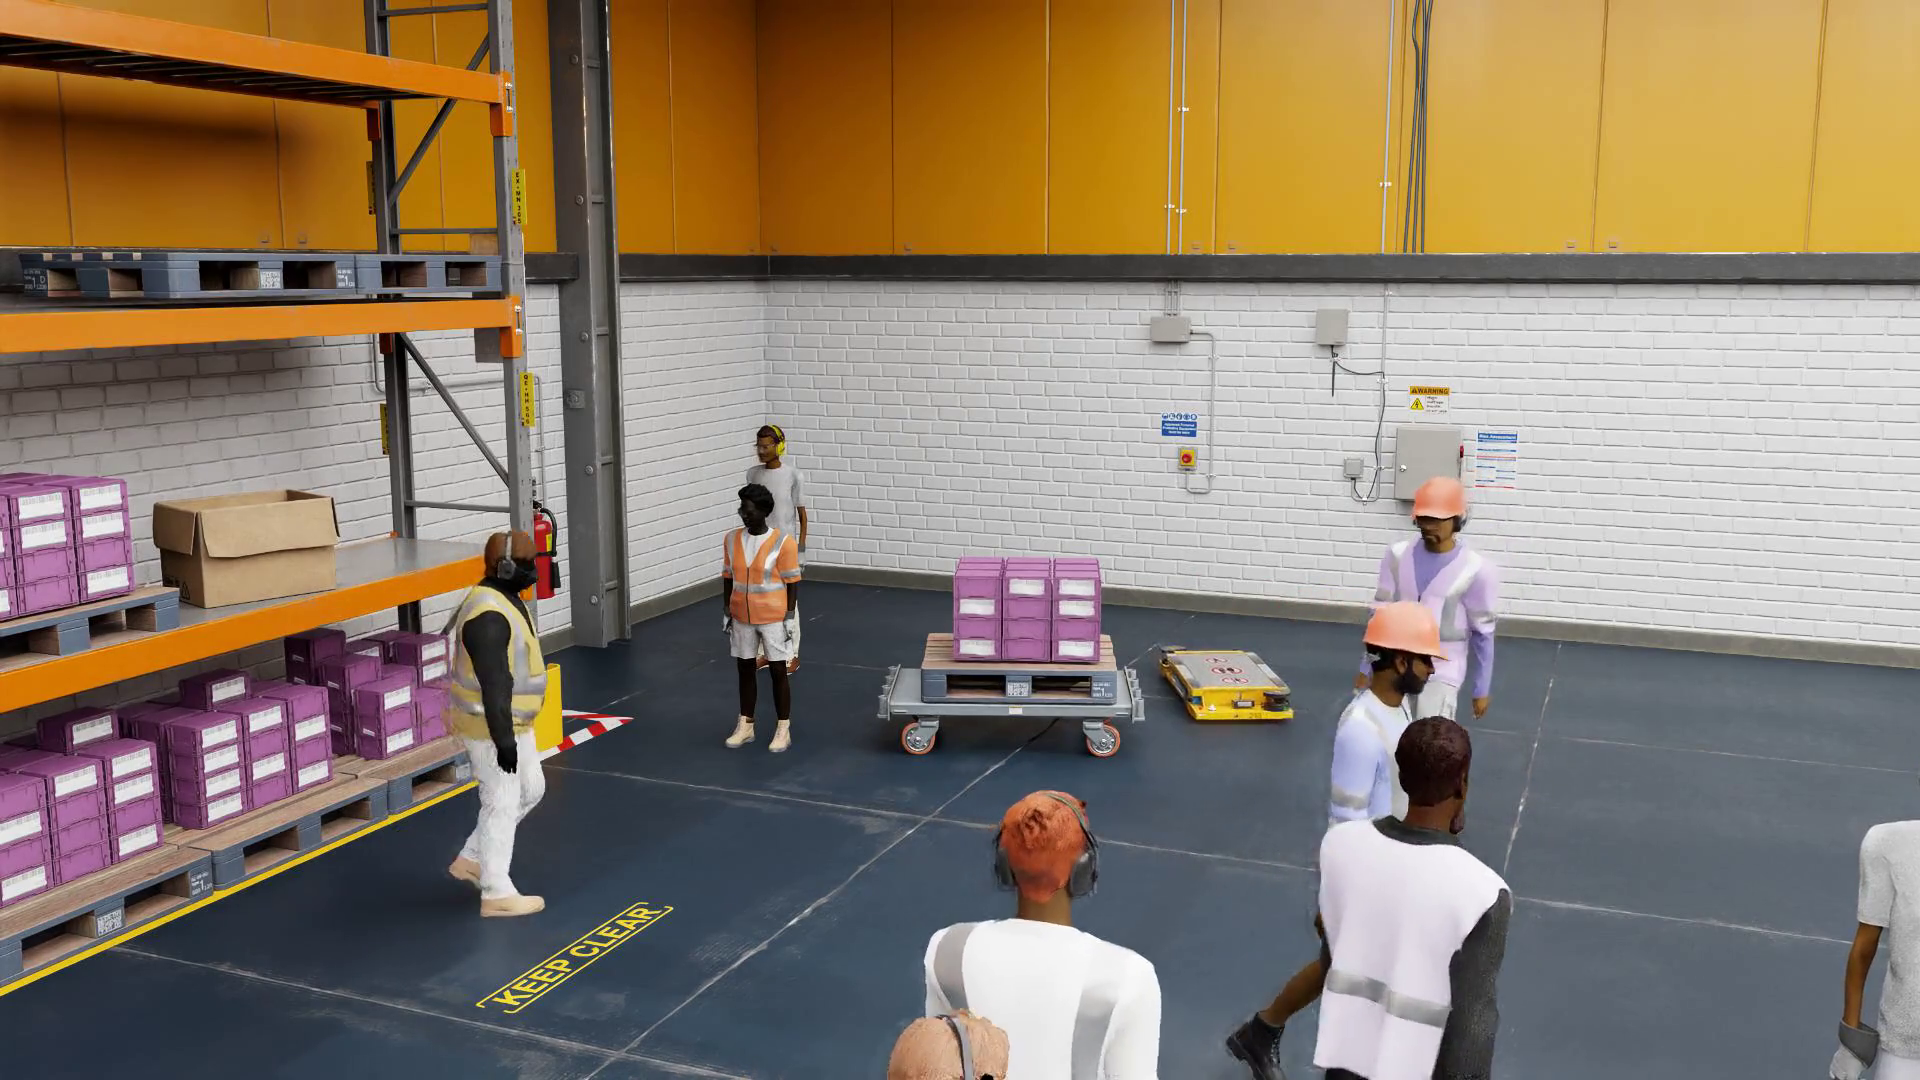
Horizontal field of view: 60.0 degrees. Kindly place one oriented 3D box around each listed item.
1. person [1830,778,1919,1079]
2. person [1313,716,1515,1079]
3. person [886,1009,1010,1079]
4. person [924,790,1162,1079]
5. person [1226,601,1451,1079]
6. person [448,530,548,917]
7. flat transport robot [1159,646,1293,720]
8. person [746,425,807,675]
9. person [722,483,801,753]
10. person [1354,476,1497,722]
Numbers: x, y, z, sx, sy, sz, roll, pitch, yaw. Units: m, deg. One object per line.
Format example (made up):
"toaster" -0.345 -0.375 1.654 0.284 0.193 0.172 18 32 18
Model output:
"person" 2.632 1.380 4.442 0.533 1.868 0.310 4 10 22
"person" 1.166 1.392 4.389 1.014 1.857 0.600 -8 12 -40
"person" -0.040 1.700 3.248 0.361 1.622 0.514 -4 10 -22
"person" 0.218 1.475 3.864 0.610 1.876 0.615 4 10 24
"person" 1.394 1.136 5.862 0.917 1.900 0.543 3 10 20
"person" -2.143 0.856 7.762 0.436 1.823 0.669 -1 9 -6
"flat transport robot" 1.841 0.987 11.655 0.652 0.197 1.431 0 9 -3
"person" -1.382 0.073 12.376 0.533 1.864 0.310 4 10 22
"person" -1.253 0.482 10.391 0.540 1.698 0.317 4 10 22
"person" 2.372 0.662 8.449 1.024 1.998 0.615 -8 13 -41
